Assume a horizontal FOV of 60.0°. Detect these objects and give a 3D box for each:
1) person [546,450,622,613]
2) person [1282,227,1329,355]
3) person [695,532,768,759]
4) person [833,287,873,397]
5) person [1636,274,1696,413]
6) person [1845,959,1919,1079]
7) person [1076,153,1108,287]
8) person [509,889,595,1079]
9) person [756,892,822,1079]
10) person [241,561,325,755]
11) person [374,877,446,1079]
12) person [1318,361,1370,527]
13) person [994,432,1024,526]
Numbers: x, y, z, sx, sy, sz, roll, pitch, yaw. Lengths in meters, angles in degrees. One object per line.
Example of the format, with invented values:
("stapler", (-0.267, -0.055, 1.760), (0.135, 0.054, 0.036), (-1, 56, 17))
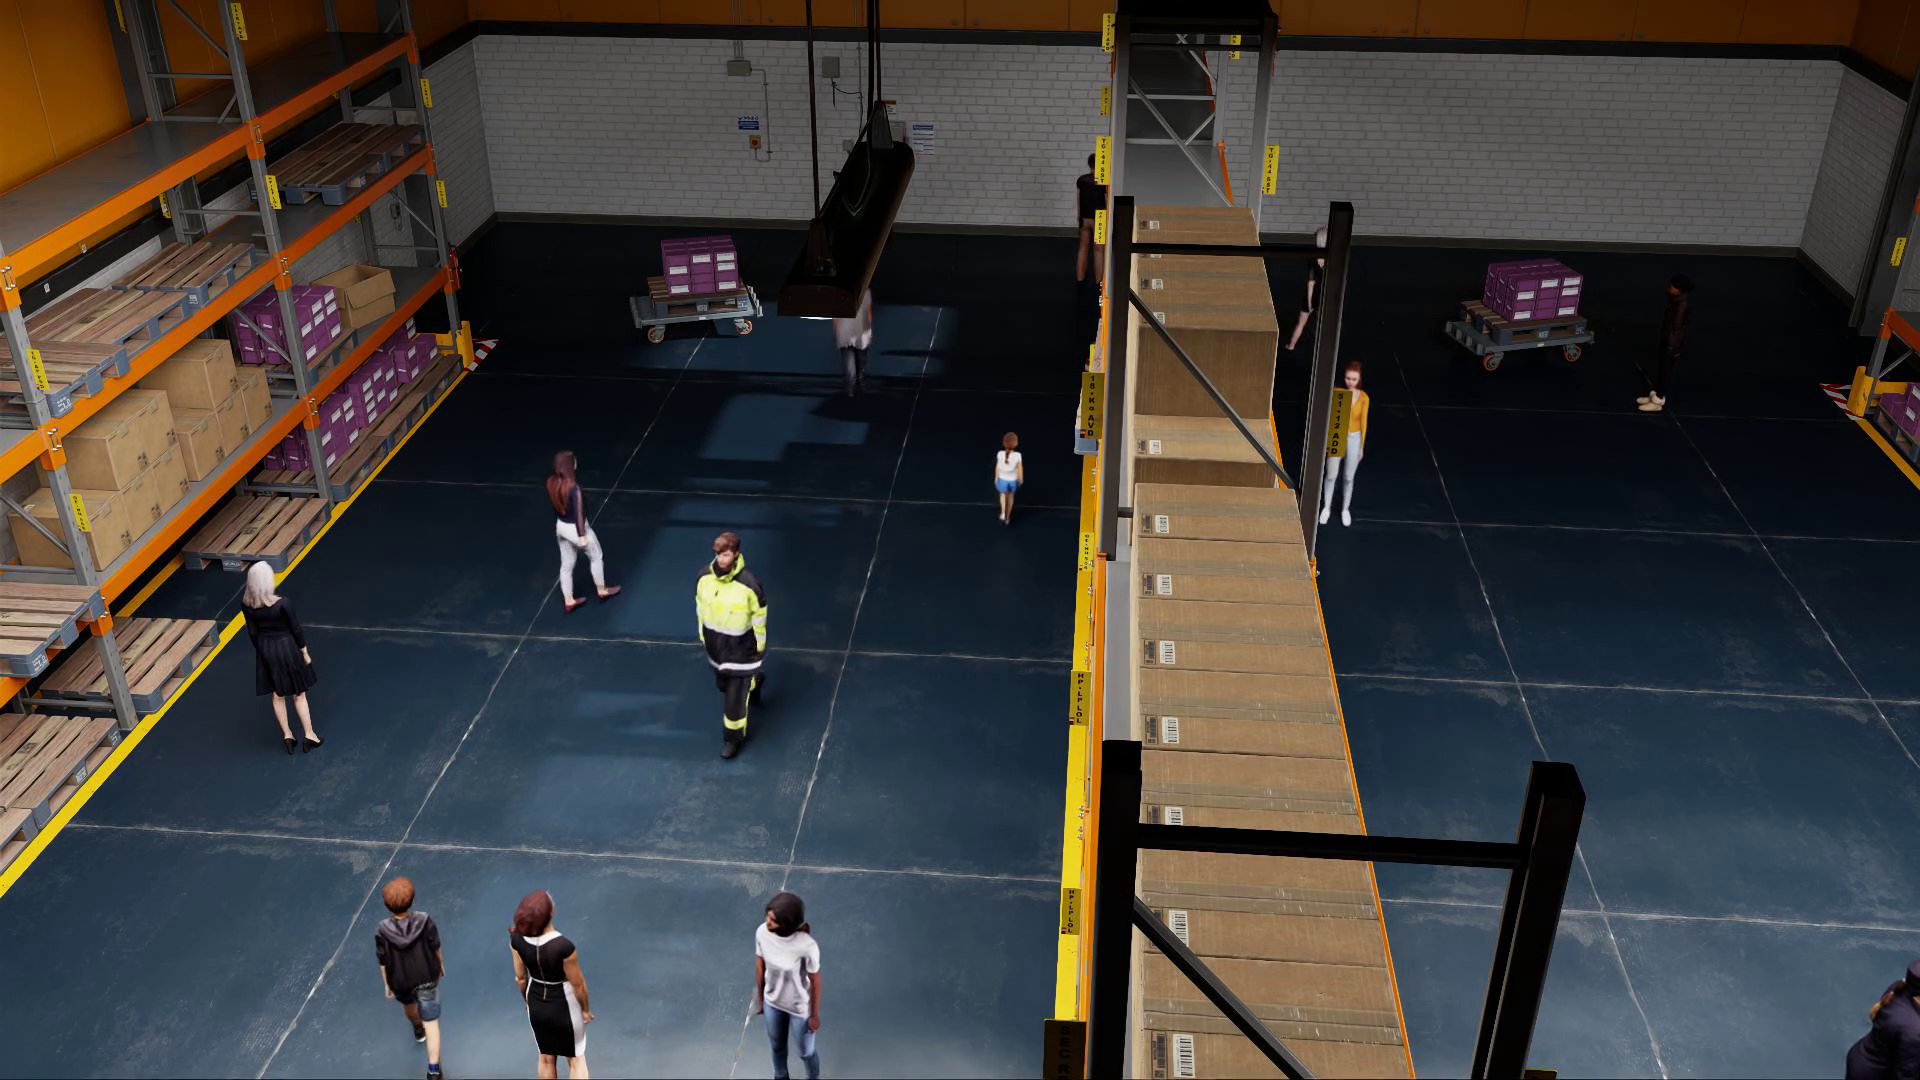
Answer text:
("person", (-3.620, -0.051, 15.367), (0.842, 1.589, 0.925), (21, 35, 34))
("person", (4.467, -2.905, 20.398), (0.990, 1.781, 1.247), (-12, 31, -20))
("person", (-1.795, 0.767, 13.492), (0.965, 1.949, 1.209), (11, 30, 19))
("person", (-1.281, -2.492, 19.859), (0.800, 1.573, 1.043), (-6, 29, -10))
("person", (8.319, -2.306, 19.427), (0.637, 1.660, 0.562), (20, 35, 33))
("person", (5.305, 3.065, 9.573), (0.829, 1.667, 0.669), (10, 30, 18))
("person", (1.854, -4.493, 23.248), (0.767, 1.840, 0.745), (15, 32, 26))
("person", (-2.410, 2.809, 9.910), (0.607, 1.793, 0.529), (7, 29, 12))
("person", (-1.022, 2.795, 10.012), (0.647, 1.721, 0.633), (13, 31, 23))
("person", (-5.459, 0.943, 13.379), (0.618, 1.747, 0.580), (0, 29, 0))
("person", (-3.403, 2.771, 10.378), (0.770, 1.412, 1.052), (-8, 30, -14))
("person", (3.905, -0.996, 16.929), (0.638, 1.751, 0.623), (7, 29, 13))
("person", (0.481, -0.614, 17.001), (0.447, 1.013, 0.450), (4, 29, 8))
